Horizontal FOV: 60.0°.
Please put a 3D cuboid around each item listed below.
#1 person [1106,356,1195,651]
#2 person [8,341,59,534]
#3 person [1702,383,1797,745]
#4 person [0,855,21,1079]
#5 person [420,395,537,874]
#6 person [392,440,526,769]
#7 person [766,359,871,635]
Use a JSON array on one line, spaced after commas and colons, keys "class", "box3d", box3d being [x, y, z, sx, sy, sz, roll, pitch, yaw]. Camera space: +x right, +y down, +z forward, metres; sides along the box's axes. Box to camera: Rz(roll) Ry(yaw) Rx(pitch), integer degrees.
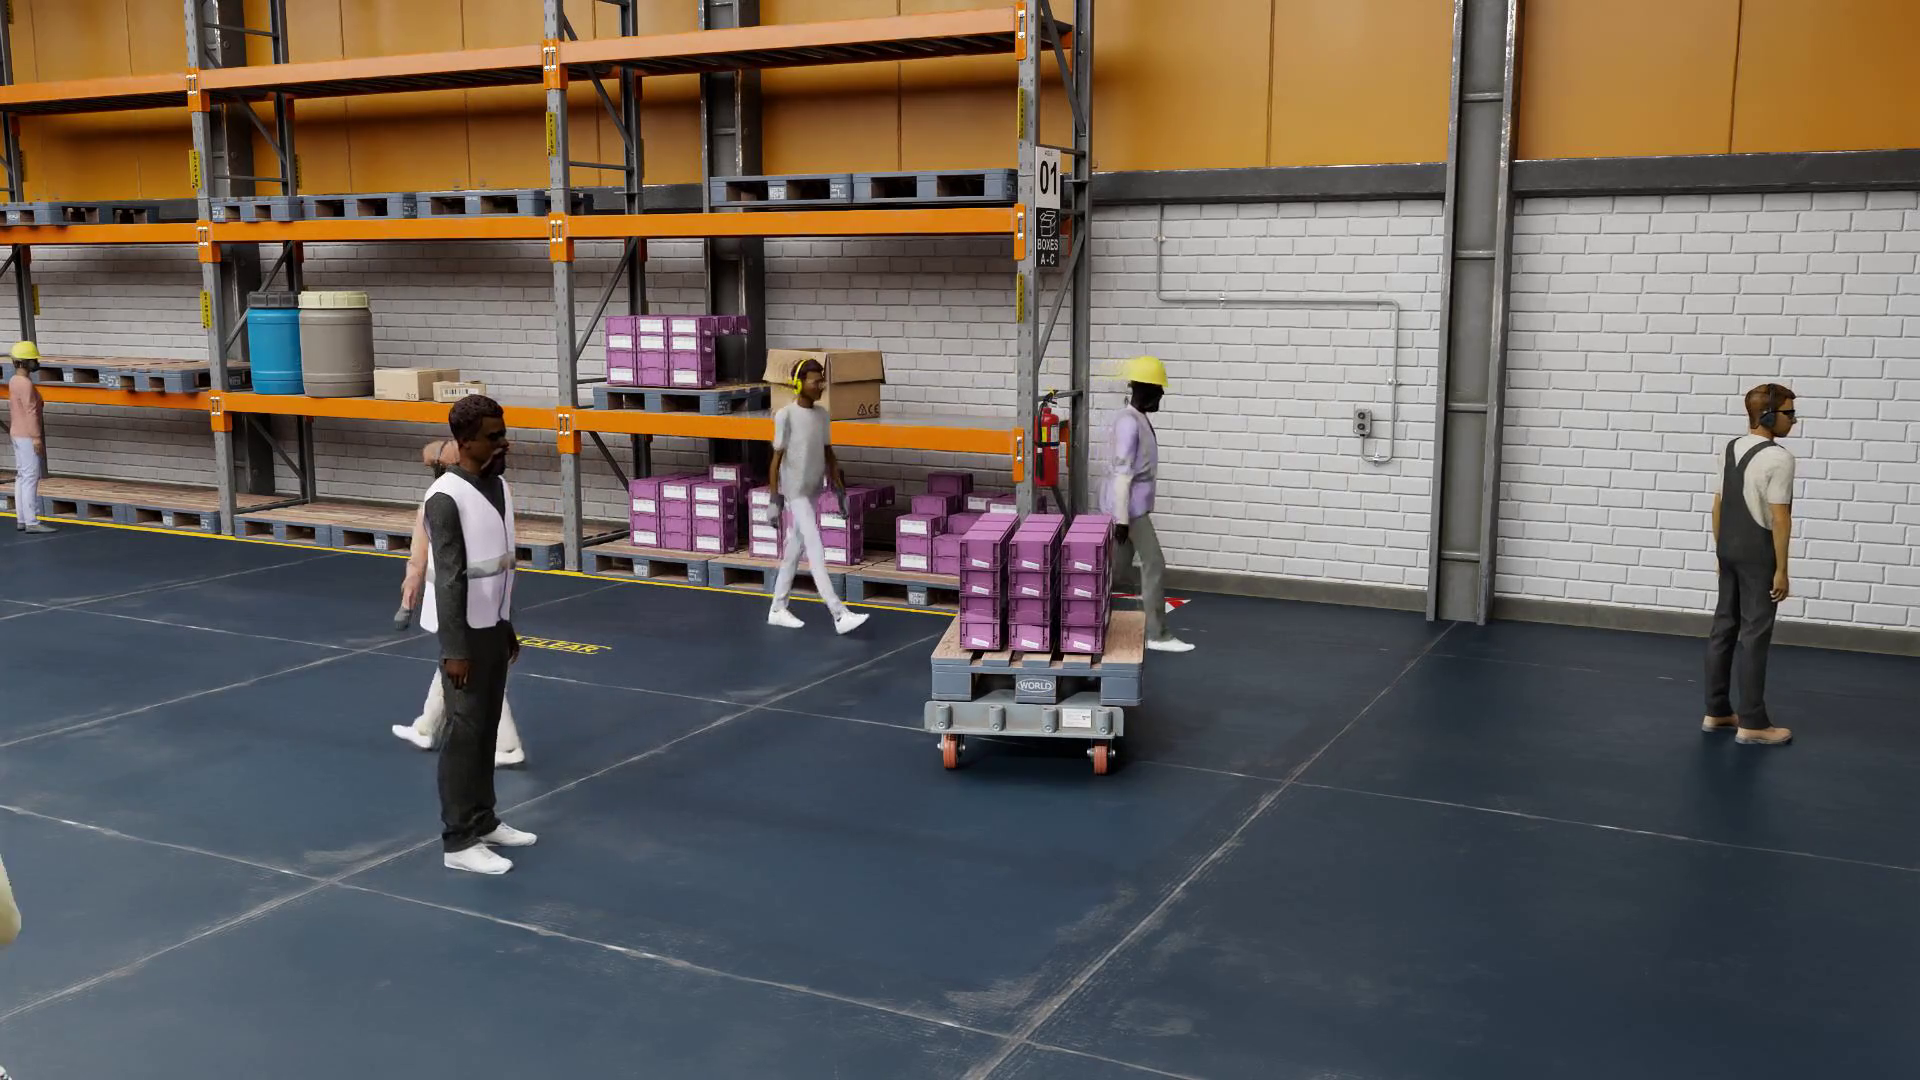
[{"class": "person", "box3d": [1.027, -0.230, 10.569, 0.891, 1.890, 0.585, 1, 9, 9]}, {"class": "person", "box3d": [-8.546, -0.942, 15.302, 0.326, 1.767, 0.533, -8, 12, -41]}, {"class": "person", "box3d": [4.062, 0.118, 8.531, 0.347, 1.842, 0.505, -2, 9, -13]}, {"class": "person", "box3d": [-2.908, 0.850, 4.699, 0.461, 1.615, 0.514, -3, 10, -16]}, {"class": "person", "box3d": [-1.969, 0.369, 6.748, 0.391, 1.918, 0.590, 1, 9, 5]}, {"class": "person", "box3d": [-2.475, 0.312, 8.083, 0.855, 1.590, 0.527, 3, 10, 19]}, {"class": "person", "box3d": [-0.944, -0.278, 11.035, 0.946, 1.817, 0.555, 6, 11, 32]}]
